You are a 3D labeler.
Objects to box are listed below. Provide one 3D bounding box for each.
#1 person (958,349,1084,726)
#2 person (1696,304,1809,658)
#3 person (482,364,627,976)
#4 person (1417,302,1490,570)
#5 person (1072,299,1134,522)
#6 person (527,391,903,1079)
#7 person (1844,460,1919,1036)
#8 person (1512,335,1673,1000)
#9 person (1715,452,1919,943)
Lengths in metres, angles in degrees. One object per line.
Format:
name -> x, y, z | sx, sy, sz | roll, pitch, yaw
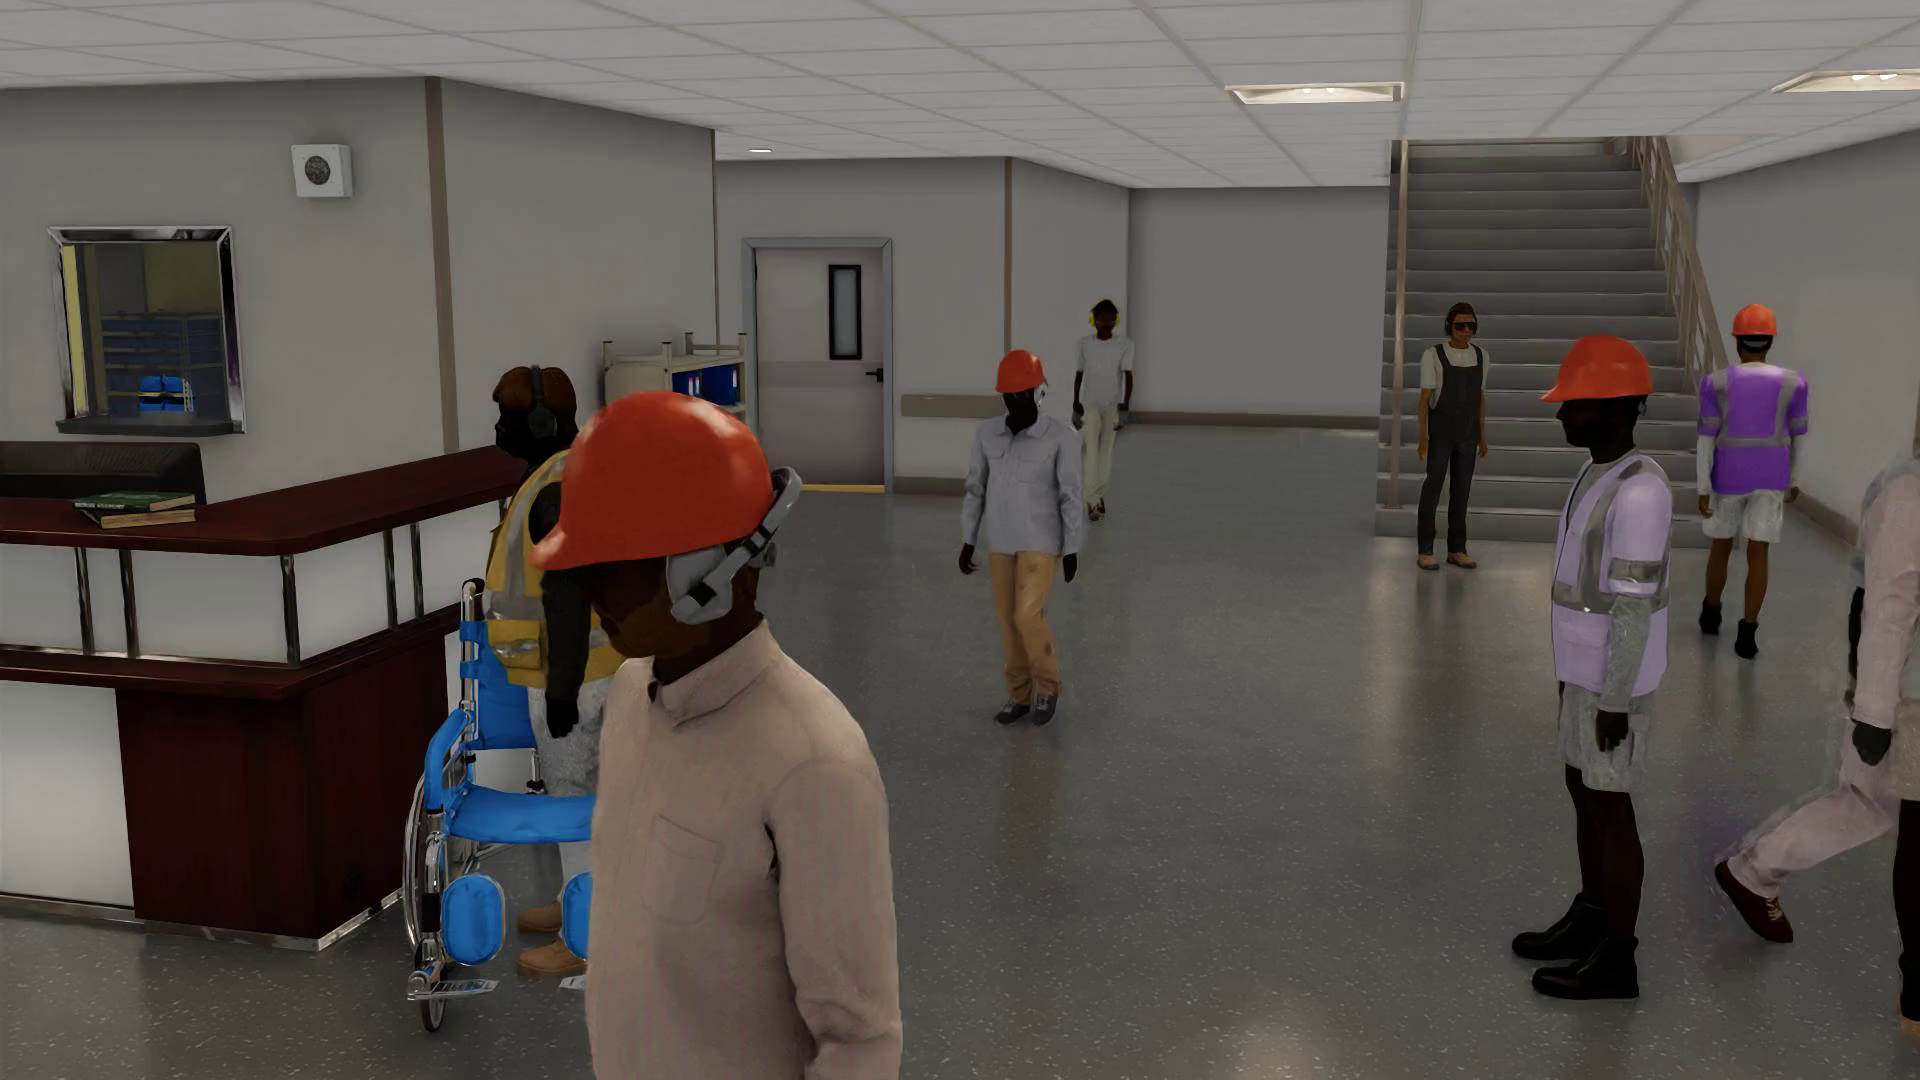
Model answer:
person -> 0.266, 0.000, 7.601 | 0.569, 1.737, 0.371 | 7, 12, 35
person -> 4.343, -0.344, 9.179 | 0.552, 1.896, 0.856 | 4, 11, 24
person -> -1.225, 0.385, 5.069 | 0.429, 1.835, 0.633 | -3, 10, -16
person -> 3.402, -0.712, 11.475 | 0.517, 1.843, 0.326 | -2, 10, -13
person -> 1.174, -1.060, 13.651 | 0.484, 1.802, 1.037 | 0, 10, 0
person -> -0.317, 0.798, 2.168 | 0.401, 1.987, 0.612 | -7, 12, -35
person -> 2.886, 0.381, 4.761 | 0.623, 1.930, 0.847 | 6, 12, 34
person -> 1.848, 0.373, 4.856 | 0.380, 1.931, 0.545 | 1, 10, 6
person -> 2.781, 0.407, 4.889 | 0.714, 1.853, 0.928 | -6, 12, -33
